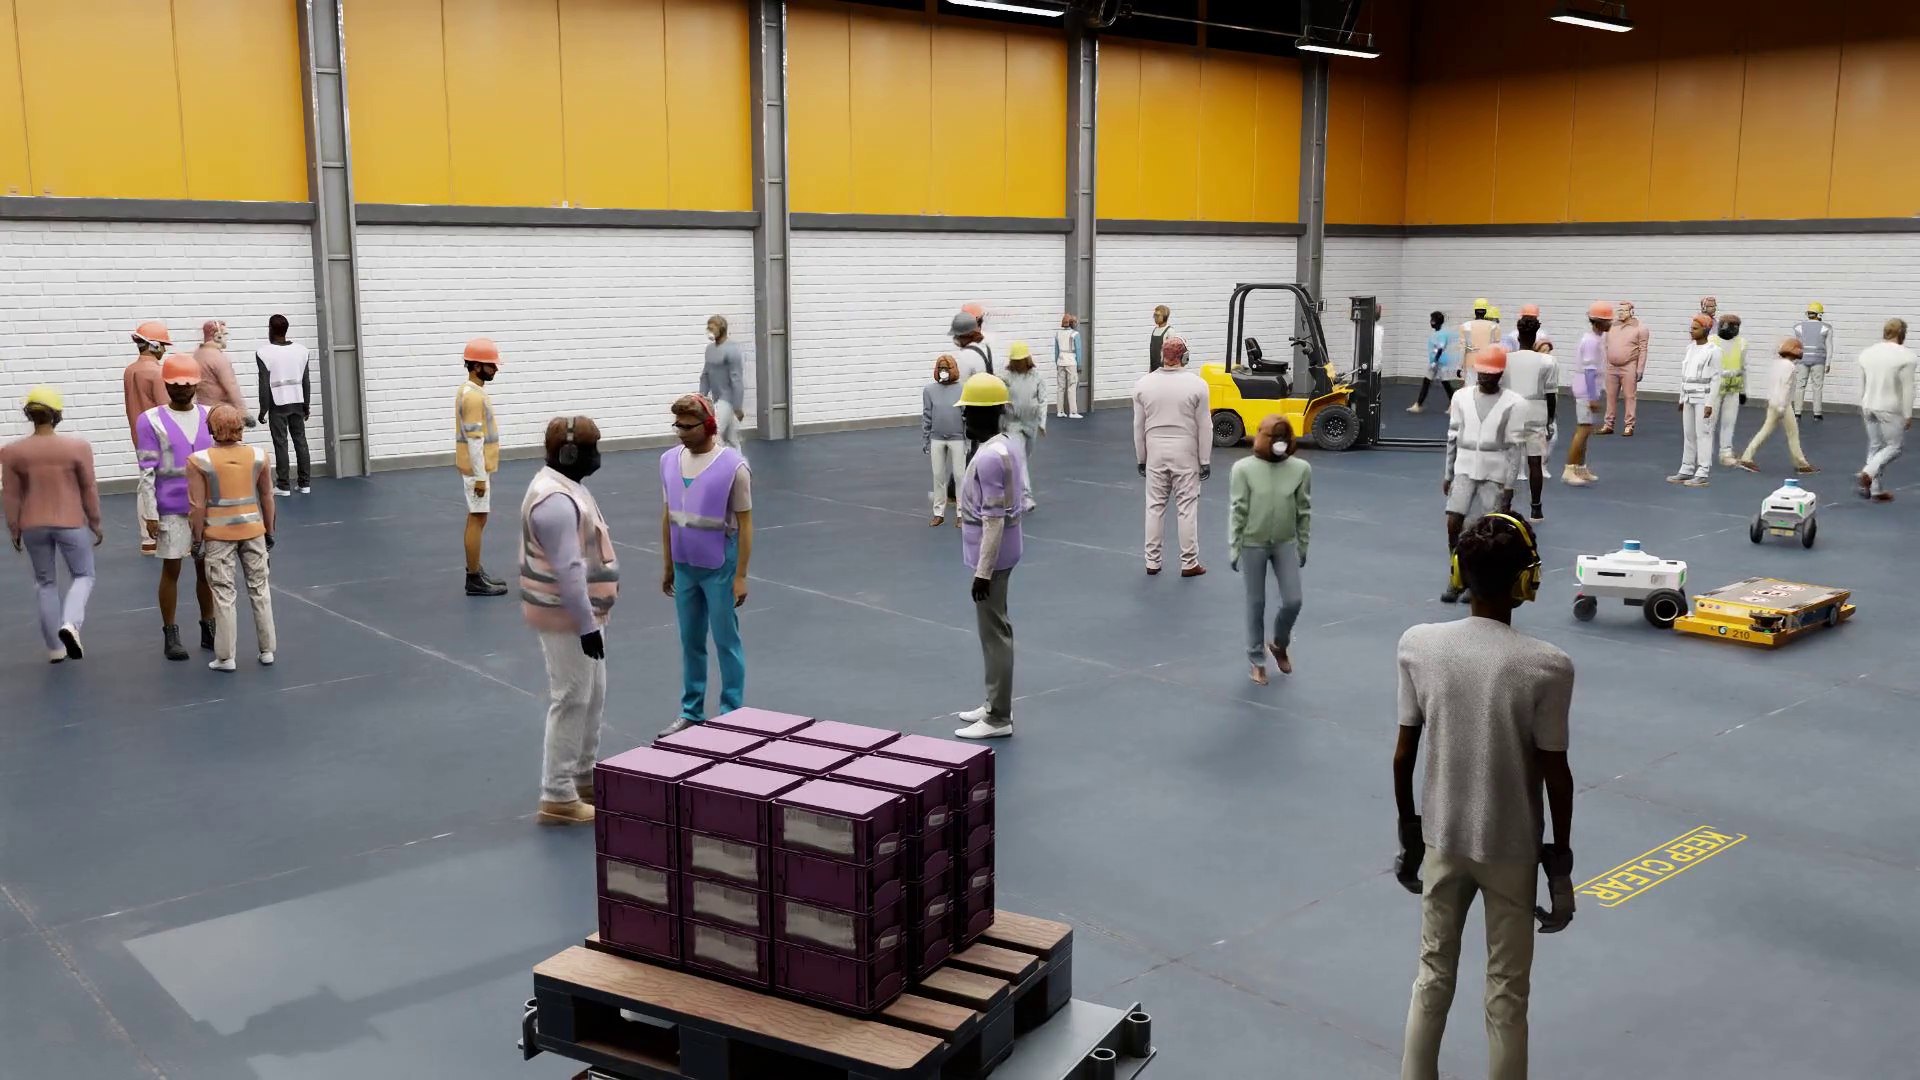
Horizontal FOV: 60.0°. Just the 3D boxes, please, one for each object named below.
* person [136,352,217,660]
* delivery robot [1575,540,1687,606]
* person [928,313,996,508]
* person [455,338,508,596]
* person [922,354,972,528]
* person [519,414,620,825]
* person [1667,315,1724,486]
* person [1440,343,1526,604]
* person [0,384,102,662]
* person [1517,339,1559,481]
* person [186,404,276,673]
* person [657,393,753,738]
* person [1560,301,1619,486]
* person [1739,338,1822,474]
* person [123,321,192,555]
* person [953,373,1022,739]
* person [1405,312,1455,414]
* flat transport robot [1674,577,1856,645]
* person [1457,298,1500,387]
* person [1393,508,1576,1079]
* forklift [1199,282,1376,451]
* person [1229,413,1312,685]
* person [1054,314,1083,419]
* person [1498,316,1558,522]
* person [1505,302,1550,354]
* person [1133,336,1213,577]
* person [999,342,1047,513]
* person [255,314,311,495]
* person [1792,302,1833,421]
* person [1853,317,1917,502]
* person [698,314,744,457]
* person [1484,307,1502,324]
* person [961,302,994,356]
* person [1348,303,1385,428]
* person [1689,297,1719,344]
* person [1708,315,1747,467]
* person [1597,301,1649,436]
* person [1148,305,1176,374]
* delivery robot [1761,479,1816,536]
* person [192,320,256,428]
[{"bbox_3d":[-4.870,-0.217,10.516,0.373,1.933,0.550,8,13,41],"label":"person"},{"bbox_3d":[4.660,0.246,11.567,0.707,0.478,0.477,4,10,21],"label":"delivery robot"},{"bbox_3d":[-0.051,-1.267,16.358,0.810,2.000,0.713,4,11,23],"label":"person"},{"bbox_3d":[-3.573,-0.544,12.460,0.382,1.929,0.538,-3,10,-18],"label":"person"},{"bbox_3d":[-0.116,-0.923,15.563,0.501,1.626,0.282,3,10,17],"label":"person"},{"bbox_3d":[-1.736,0.353,7.463,0.432,1.834,0.646,-1,10,-6],"label":"person"},{"bbox_3d":[8.149,-1.535,18.387,0.353,1.883,0.572,-2,10,-11],"label":"person"},{"bbox_3d":[3.763,-0.463,12.018,0.562,1.914,0.551,6,11,31],"label":"person"},{"bbox_3d":[-5.609,-0.081,10.267,0.535,1.742,0.504,-3,10,-17],"label":"person"},{"bbox_3d":[6.477,-1.456,18.730,0.525,1.608,0.433,-2,10,-14],"label":"person"},{"bbox_3d":[-4.442,-0.011,10.174,0.523,1.639,0.306,-9,13,-44],"label":"person"},{"bbox_3d":[-1.311,0.154,8.630,0.565,1.836,0.395,6,12,33],"label":"person"},{"bbox_3d":[6.991,-1.623,18.455,0.497,2.043,0.790,4,10,21],"label":"person"},{"bbox_3d":[9.590,-1.563,19.422,0.880,1.587,0.512,2,10,11],"label":"person"},{"bbox_3d":[-6.778,-0.845,14.044,0.608,1.988,0.387,7,12,34],"label":"person"},{"bbox_3d":[0.143,0.085,8.773,0.366,1.926,0.593,1,10,6],"label":"person"},{"bbox_3d":[7.637,-2.829,26.647,0.856,1.649,0.535,-2,10,-11],"label":"person"},{"bbox_3d":[5.522,0.468,11.371,1.431,0.197,0.652,-9,13,-42],"label":"flat transport robot"},{"bbox_3d":[7.549,-2.558,24.249,0.595,1.925,0.375,1,10,3],"label":"person"},{"bbox_3d":[1.418,0.843,4.506,0.513,1.872,0.328,8,12,39],"label":"person"},{"bbox_3d":[4.328,-2.346,22.227,2.313,2.155,1.214,3,10,16],"label":"forklift"},{"bbox_3d":[1.834,0.058,9.832,0.510,1.623,0.336,-1,10,-4],"label":"person"},{"bbox_3d":[1.693,-2.717,26.021,0.514,1.639,0.311,9,13,43],"label":"person"},{"bbox_3d":[5.368,-1.146,15.864,0.608,1.966,0.374,3,10,19],"label":"person"},{"bbox_3d":[7.423,-2.140,21.785,0.552,1.938,0.379,5,11,25],"label":"person"},{"bbox_3d":[1.696,-0.658,13.183,0.641,1.909,0.409,4,11,23],"label":"person"},{"bbox_3d":[0.623,-1.123,16.542,0.484,1.678,0.915,-3,10,-16],"label":"person"},{"bbox_3d":[-7.164,-1.430,17.662,0.389,1.921,0.592,7,12,36],"label":"person"},{"bbox_3d":[13.149,-2.756,25.699,0.591,1.828,0.404,7,12,35],"label":"person"},{"bbox_3d":[9.390,-1.309,16.986,0.626,1.918,0.632,-4,10,-22],"label":"person"},{"bbox_3d":[-2.624,-1.448,17.810,0.795,1.912,0.636,-5,11,-27],"label":"person"},{"bbox_3d":[8.141,-2.730,25.731,0.492,1.752,0.546,2,10,12],"label":"person"},{"bbox_3d":[0.162,-1.666,18.738,0.656,2.017,0.628,2,10,9],"label":"person"},{"bbox_3d":[5.911,-2.533,24.298,0.743,1.863,0.577,-6,11,-31],"label":"person"},{"bbox_3d":[11.440,-2.768,25.535,0.652,1.906,0.409,-8,12,-39],"label":"person"},{"bbox_3d":[9.192,-1.795,20.099,0.667,1.832,0.430,-1,10,-8],"label":"person"},{"bbox_3d":[9.350,-2.420,23.501,0.409,1.907,0.649,-9,13,-42],"label":"person"},{"bbox_3d":[2.842,-2.403,23.580,0.345,1.847,0.508,-5,11,-29],"label":"person"},{"bbox_3d":[7.348,-0.296,14.742,0.477,0.478,0.707,7,12,34],"label":"delivery robot"},{"bbox_3d":[-7.426,-1.264,16.756,0.466,1.898,0.663,-8,13,-40],"label":"person"}]
